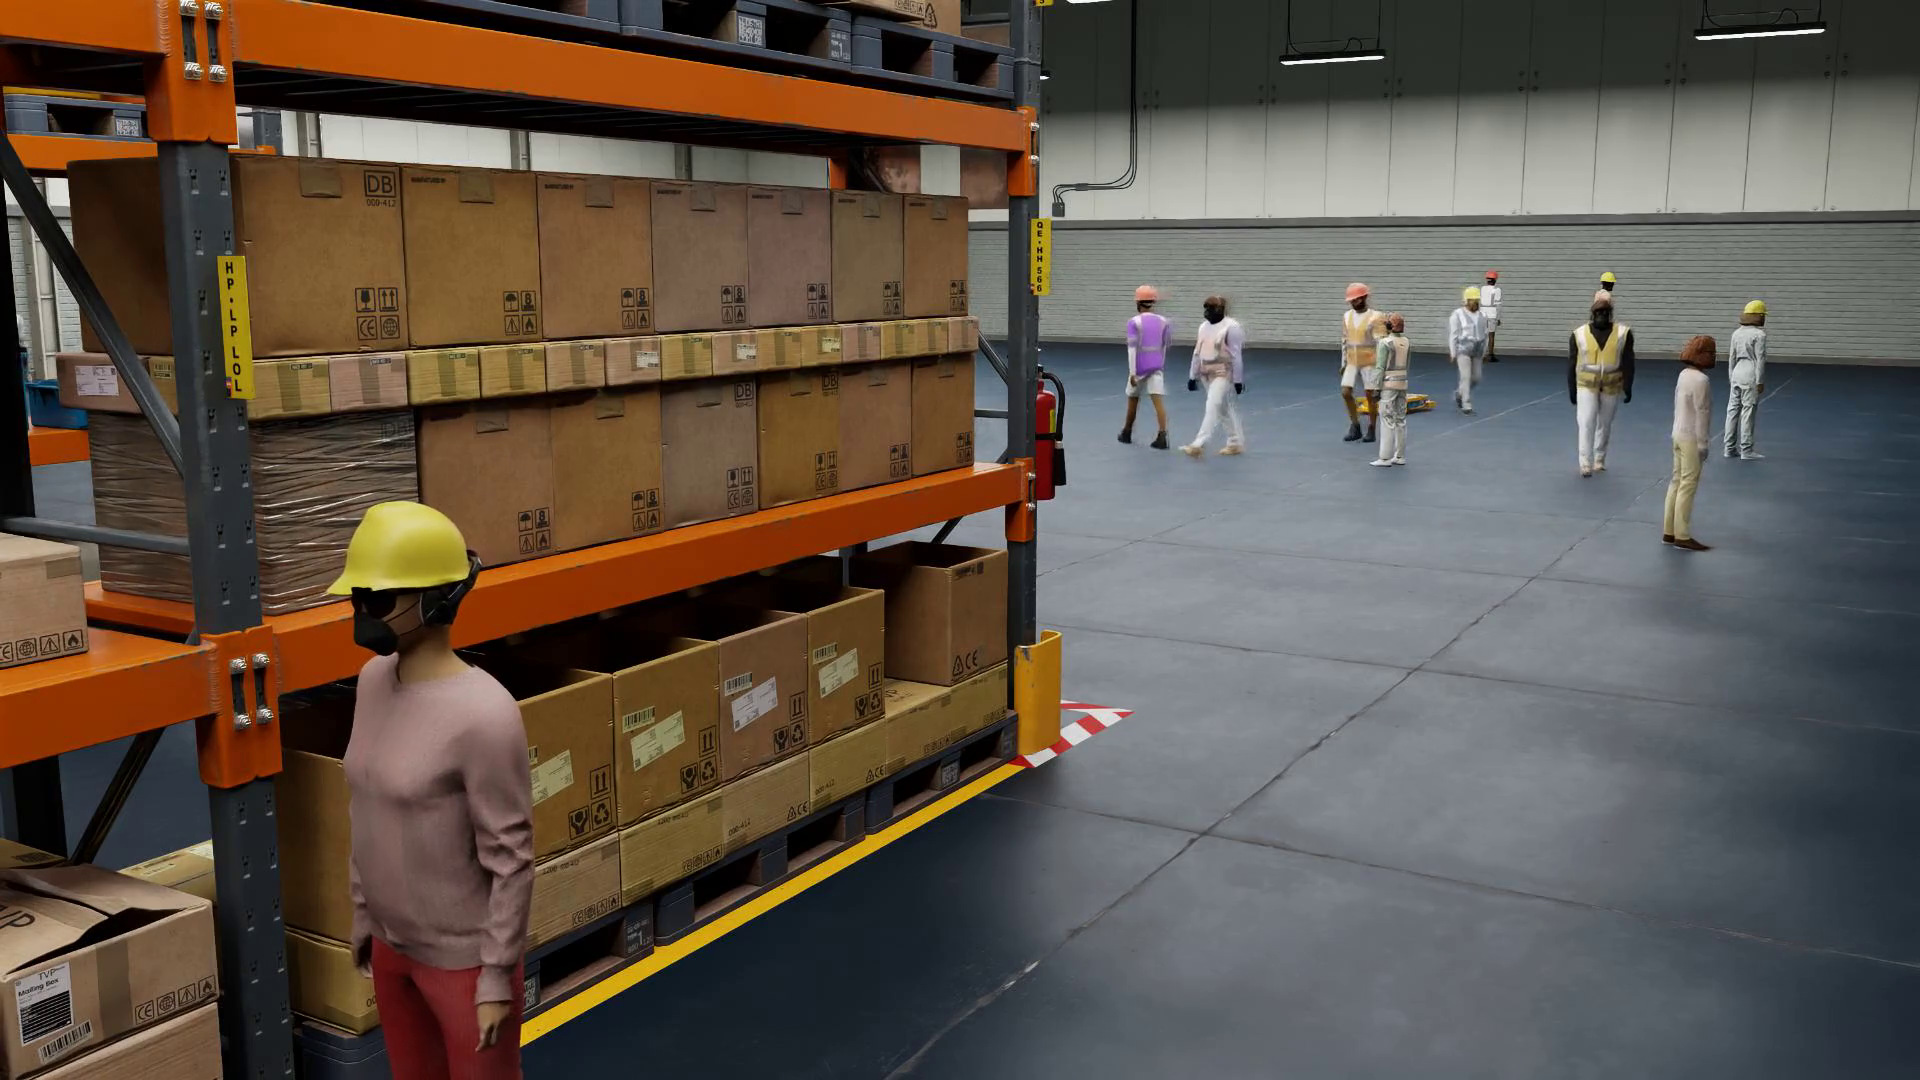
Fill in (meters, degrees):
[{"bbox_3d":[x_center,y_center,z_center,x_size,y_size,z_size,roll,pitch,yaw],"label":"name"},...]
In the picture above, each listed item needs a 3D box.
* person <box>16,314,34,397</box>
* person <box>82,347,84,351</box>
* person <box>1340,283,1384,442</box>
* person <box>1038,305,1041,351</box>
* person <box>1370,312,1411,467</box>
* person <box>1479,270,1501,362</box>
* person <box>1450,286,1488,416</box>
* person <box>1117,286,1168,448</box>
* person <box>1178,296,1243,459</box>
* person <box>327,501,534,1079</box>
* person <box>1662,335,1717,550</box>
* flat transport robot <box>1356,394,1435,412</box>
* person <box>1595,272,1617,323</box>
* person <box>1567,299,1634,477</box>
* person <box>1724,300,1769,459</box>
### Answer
[{"bbox_3d":[-10.599,-1.864,18.372,0.627,1.936,0.419,-8,13,-40],"label":"person"},{"bbox_3d":[-6.737,-1.022,13.412,0.678,1.951,0.463,-4,11,-23],"label":"person"},{"bbox_3d":[4.792,-2.104,19.843,0.693,1.901,0.667,9,14,44],"label":"person"},{"bbox_3d":[1.690,-5.389,39.125,0.471,1.927,0.620,-5,11,-26],"label":"person"},{"bbox_3d":[4.589,-1.592,17.655,0.510,1.635,0.311,-8,13,-40],"label":"person"},{"bbox_3d":[11.153,-4.714,35.041,0.374,1.935,0.552,-9,13,-41],"label":"person"},{"bbox_3d":[7.110,-2.652,23.331,0.598,1.815,0.630,-3,10,-17],"label":"person"},{"bbox_3d":[2.179,-2.024,19.479,0.556,1.888,1.017,-4,10,-20],"label":"person"},{"bbox_3d":[2.805,-1.801,18.423,0.975,1.786,0.648,-5,11,-28],"label":"person"},{"bbox_3d":[-1.038,0.797,3.272,0.523,1.769,0.317,8,12,39],"label":"person"},{"bbox_3d":[5.582,-0.744,12.688,0.266,1.631,0.507,1,10,5],"label":"person"},{"bbox_3d":[6.218,-1.964,23.814,0.652,0.197,1.431,7,12,37],"label":"flat transport robot"},{"bbox_3d":[11.998,-4.017,30.989,0.366,1.926,0.592,1,10,4],"label":"person"},{"bbox_3d":[6.550,-1.563,17.035,0.625,1.799,0.972,3,10,15],"label":"person"},{"bbox_3d":[8.697,-1.764,18.346,0.313,1.740,0.487,-3,10,-15],"label":"person"}]
